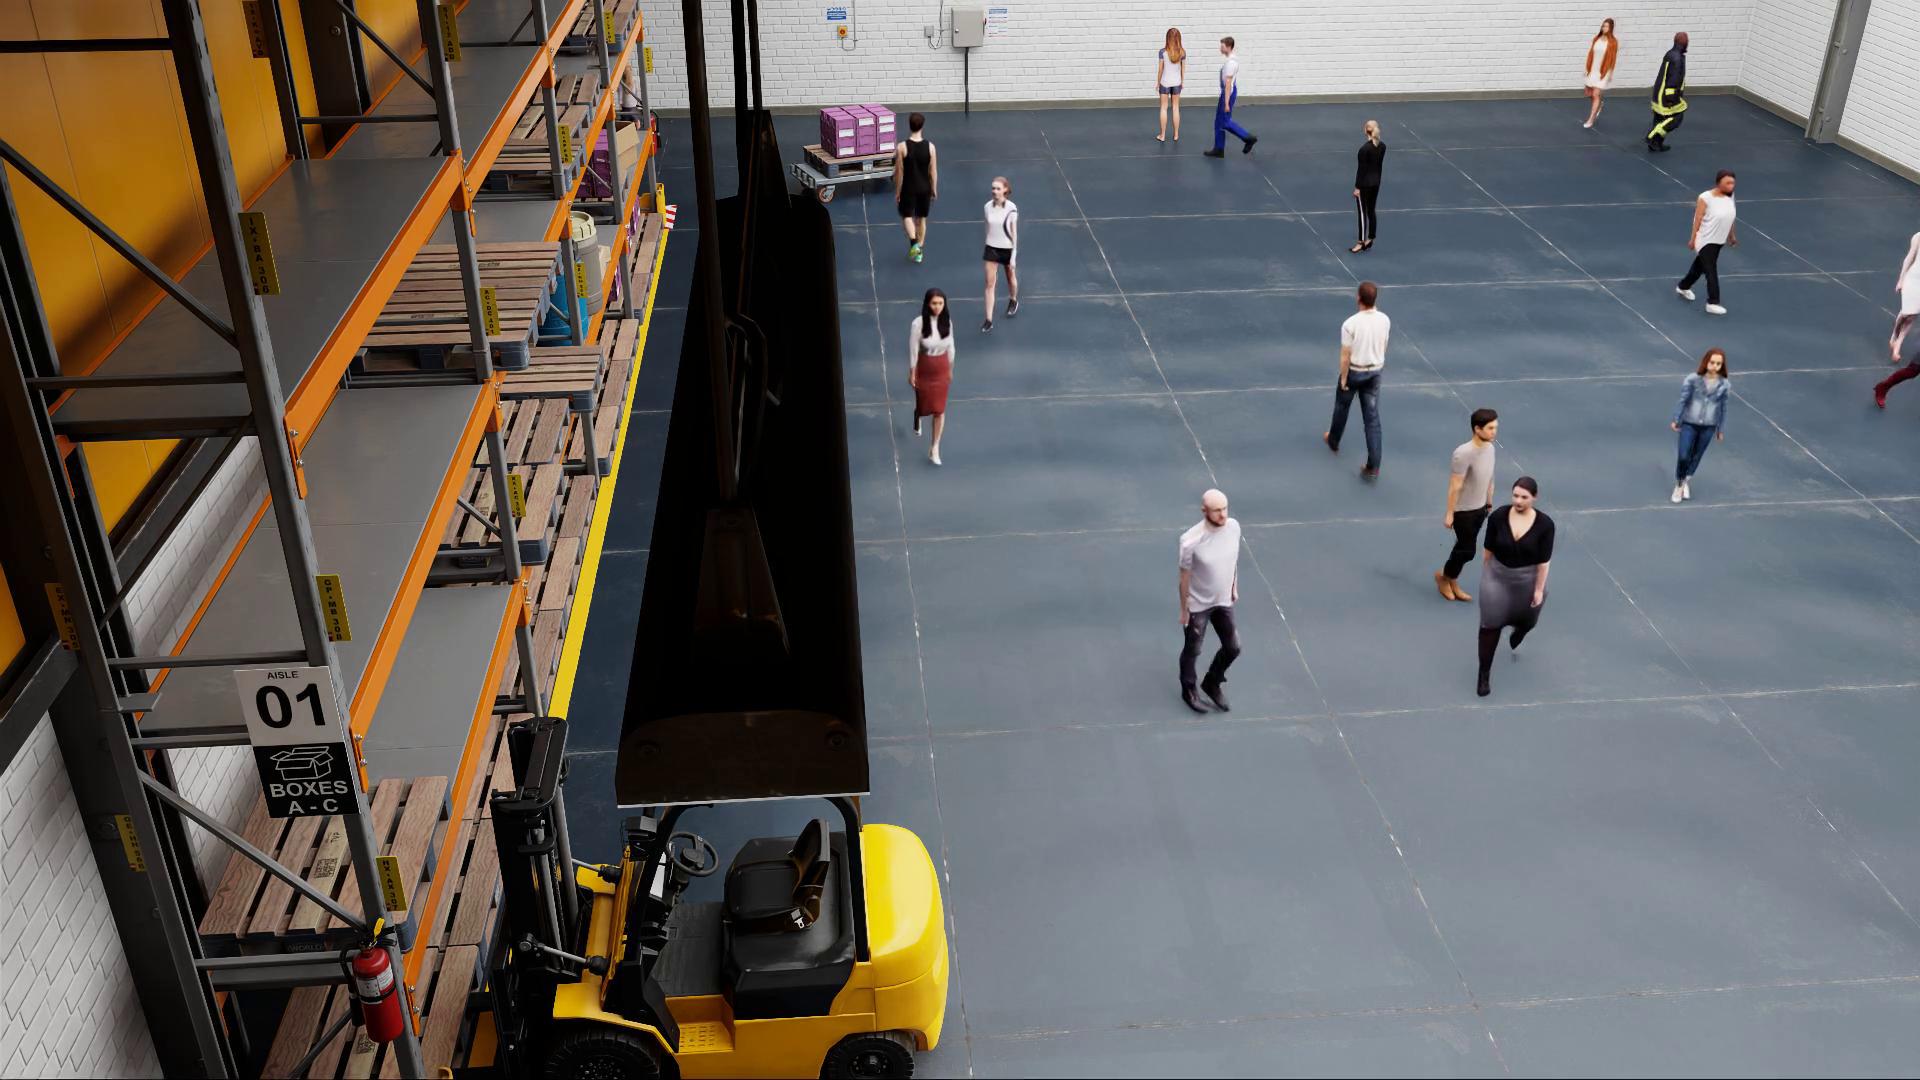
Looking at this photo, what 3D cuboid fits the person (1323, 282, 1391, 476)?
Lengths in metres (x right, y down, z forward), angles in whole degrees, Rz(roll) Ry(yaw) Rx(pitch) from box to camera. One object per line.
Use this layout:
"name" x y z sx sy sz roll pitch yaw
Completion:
"person" 3.819 -1.479 15.594 0.715 1.808 1.261 -5 29 -8

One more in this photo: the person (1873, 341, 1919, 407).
"person" 9.667 -1.955 16.605 0.768 1.675 1.154 -9 30 -16

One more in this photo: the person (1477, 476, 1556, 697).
"person" 4.149 0.302 12.406 0.988 1.735 1.169 13 31 22

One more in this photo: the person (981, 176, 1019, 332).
"person" 0.511 -3.303 19.044 0.859 1.706 1.222 8 30 14

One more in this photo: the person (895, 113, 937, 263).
"person" -0.547 -4.360 20.803 0.725 1.878 0.787 -5 29 -9

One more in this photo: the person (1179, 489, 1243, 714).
"person" 1.758 0.409 12.127 0.793 1.816 0.786 -13 31 -23

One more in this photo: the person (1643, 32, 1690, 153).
"person" 10.757 -6.842 25.418 0.909 1.816 0.823 5 29 9

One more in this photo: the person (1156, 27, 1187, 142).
"person" 3.295 -7.138 26.051 0.611 1.730 0.551 -4 29 -8

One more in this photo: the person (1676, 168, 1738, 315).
"person" 8.796 -3.552 19.557 0.930 1.653 1.182 -13 31 -23

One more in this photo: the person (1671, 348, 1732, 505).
"person" 6.758 -1.085 15.228 0.690 1.467 0.729 7 29 13

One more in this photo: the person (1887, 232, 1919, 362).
"person" 10.374 -2.804 18.050 0.650 1.784 0.695 3 29 5

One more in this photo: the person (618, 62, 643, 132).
"person" -5.161 -6.824 25.955 0.590 1.271 0.635 -19 34 -30

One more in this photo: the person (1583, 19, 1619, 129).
"person" 10.343 -7.549 26.828 0.965 1.707 0.958 -22 36 -35

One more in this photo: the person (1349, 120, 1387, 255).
"person" 5.220 -4.506 21.252 0.681 1.704 0.689 -19 34 -31

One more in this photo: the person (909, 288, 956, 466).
"person" -0.296 -1.581 15.856 0.746 1.737 0.879 -11 30 -19

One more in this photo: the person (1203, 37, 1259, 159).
"person" 4.114 -6.623 25.005 0.908 1.828 1.057 7 29 12

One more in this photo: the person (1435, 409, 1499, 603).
"person" 4.075 -0.305 13.542 0.741 1.713 0.773 -20 34 -32
